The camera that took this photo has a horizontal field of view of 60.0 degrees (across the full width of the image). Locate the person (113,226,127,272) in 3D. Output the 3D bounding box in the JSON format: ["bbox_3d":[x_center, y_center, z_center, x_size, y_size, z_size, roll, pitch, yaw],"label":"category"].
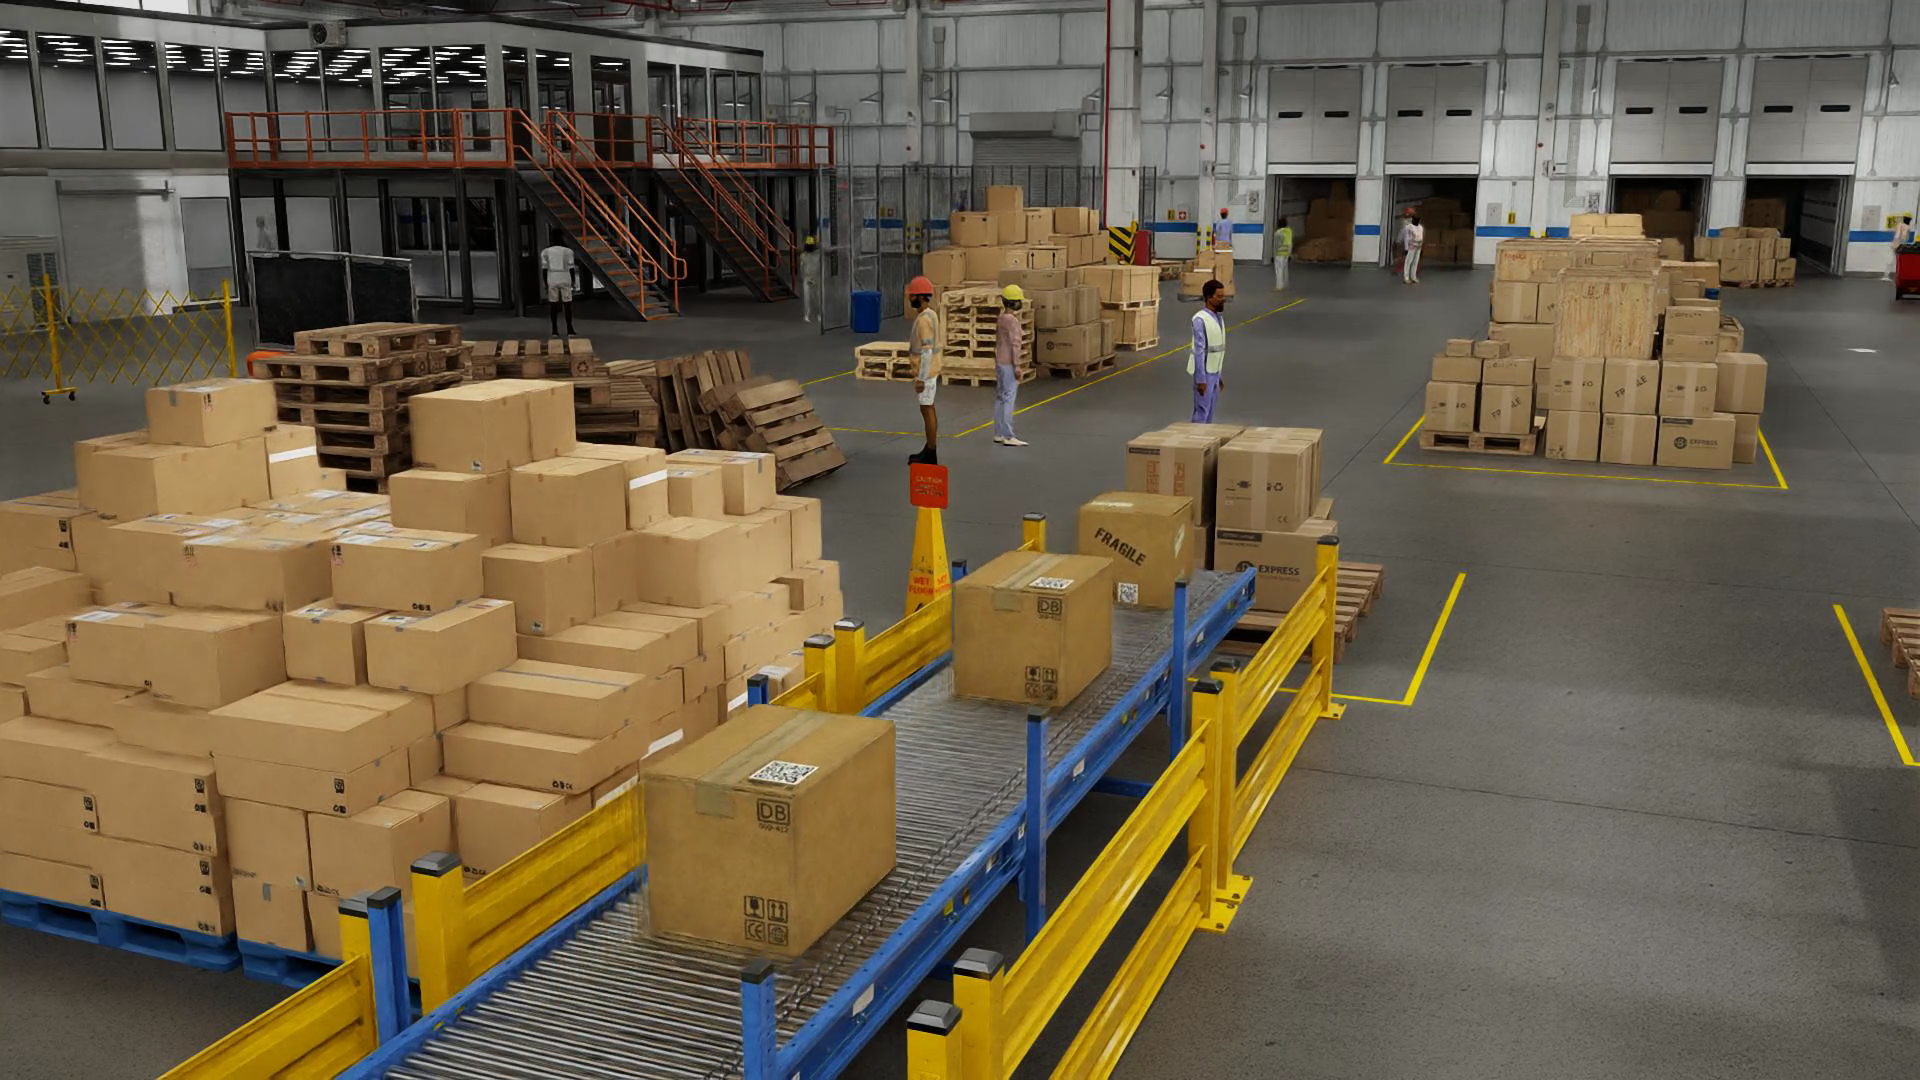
[{"bbox_3d":[-23.391,-8.085,46.337,0.513,1.593,0.839,7,14,28],"label":"person"}]

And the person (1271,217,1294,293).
[{"bbox_3d":[7.955,-7.047,41.150,0.634,1.839,0.429,-10,16,-37],"label":"person"}]

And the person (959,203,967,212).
[{"bbox_3d":[-0.021,-10.020,54.272,0.695,1.932,0.611,4,13,19],"label":"person"}]

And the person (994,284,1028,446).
[{"bbox_3d":[0.552,-1.926,18.343,0.325,1.769,0.524,-4,13,-18],"label":"person"}]

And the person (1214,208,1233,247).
[{"bbox_3d":[7.557,-8.598,47.916,0.585,1.922,0.457,-5,13,-21],"label":"person"}]

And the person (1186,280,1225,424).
[{"bbox_3d":[2.504,-1.665,16.831,0.392,1.920,0.589,6,14,26],"label":"person"}]

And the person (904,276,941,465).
[{"bbox_3d":[-0.382,-1.722,17.037,0.364,1.939,0.542,1,13,4],"label":"person"}]

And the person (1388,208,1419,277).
[{"bbox_3d":[12.597,-8.380,46.914,1.022,1.947,0.620,11,17,41],"label":"person"}]

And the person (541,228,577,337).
[{"bbox_3d":[-7.272,-4.672,30.209,0.605,1.966,0.367,0,13,-1],"label":"person"}]

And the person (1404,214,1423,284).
[{"bbox_3d":[12.078,-7.737,44.247,0.625,1.840,0.430,-7,15,-30],"label":"person"}]

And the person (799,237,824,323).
[{"bbox_3d":[-2.953,-5.204,33.211,0.501,1.697,0.917,1,13,4],"label":"person"}]

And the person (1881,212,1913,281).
[{"bbox_3d":[25.578,-7.928,45.070,0.989,1.858,0.578,1,13,4],"label":"person"}]
